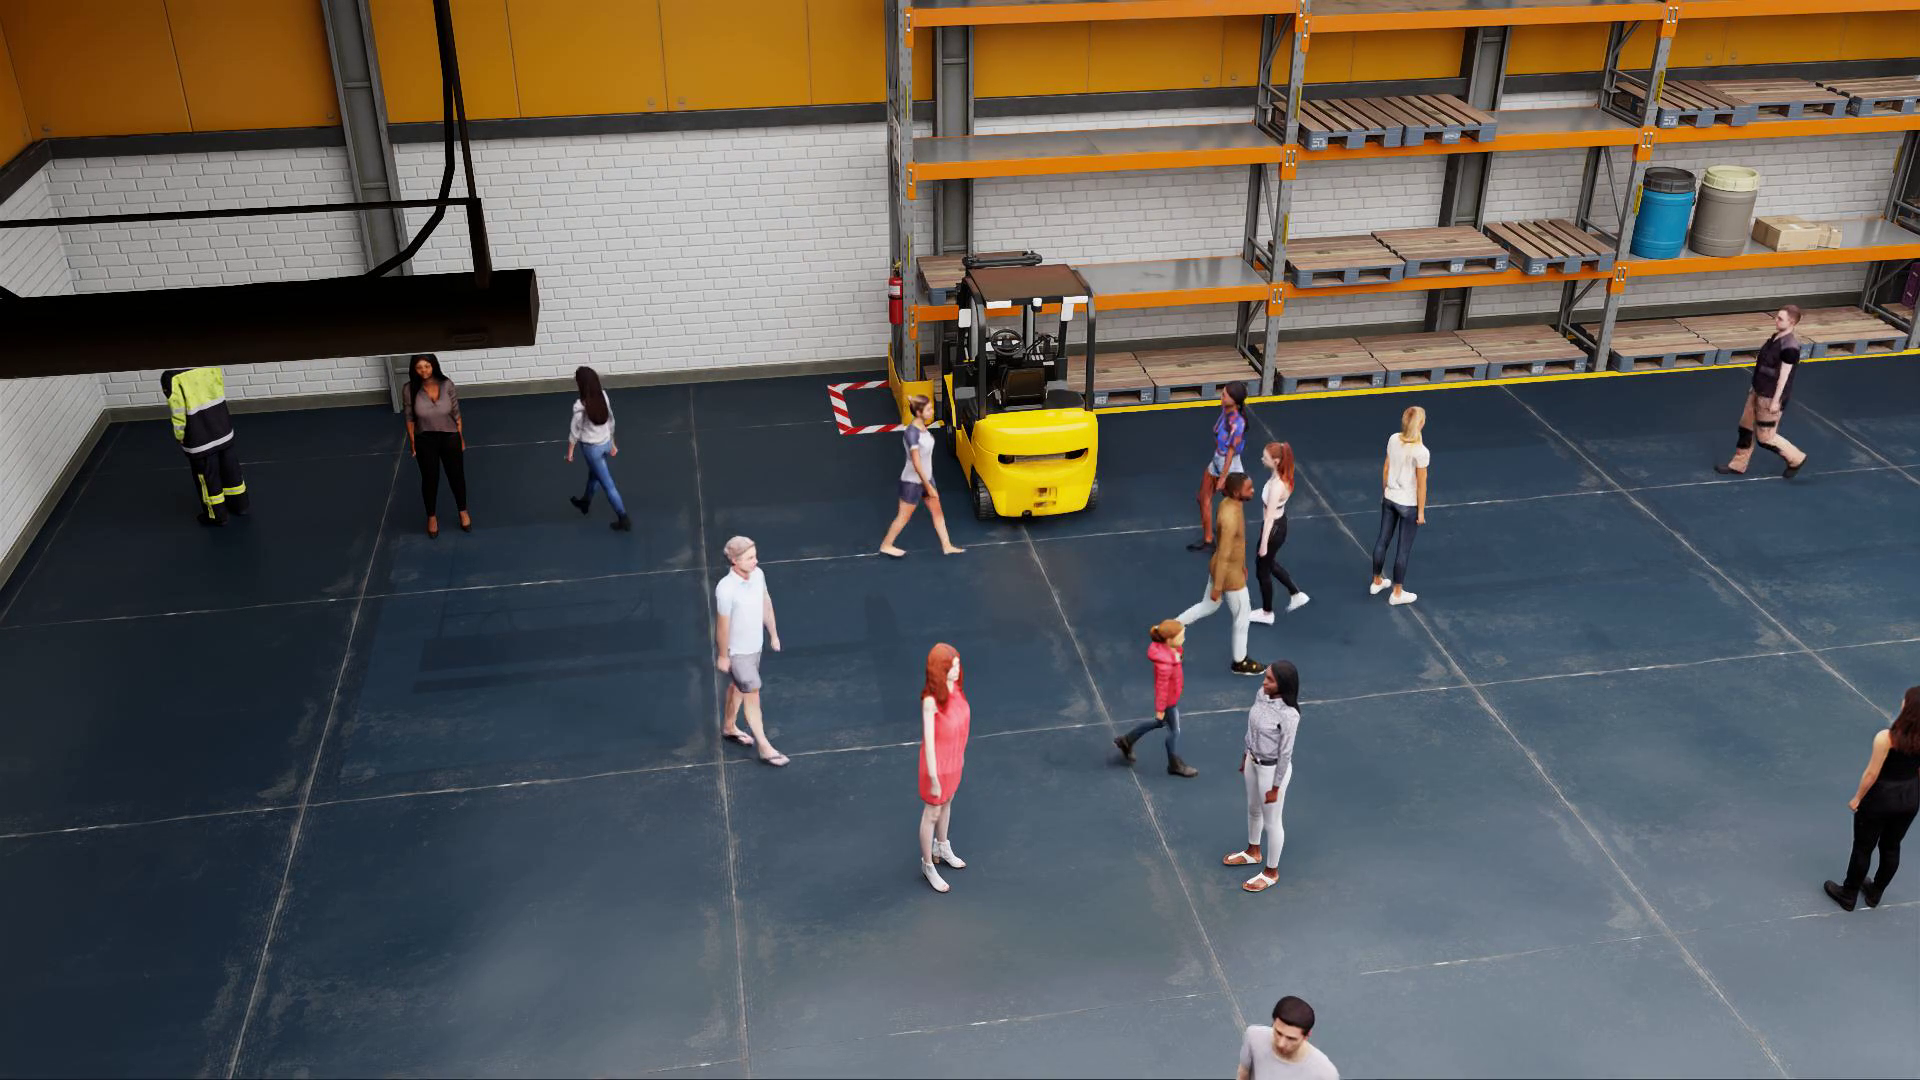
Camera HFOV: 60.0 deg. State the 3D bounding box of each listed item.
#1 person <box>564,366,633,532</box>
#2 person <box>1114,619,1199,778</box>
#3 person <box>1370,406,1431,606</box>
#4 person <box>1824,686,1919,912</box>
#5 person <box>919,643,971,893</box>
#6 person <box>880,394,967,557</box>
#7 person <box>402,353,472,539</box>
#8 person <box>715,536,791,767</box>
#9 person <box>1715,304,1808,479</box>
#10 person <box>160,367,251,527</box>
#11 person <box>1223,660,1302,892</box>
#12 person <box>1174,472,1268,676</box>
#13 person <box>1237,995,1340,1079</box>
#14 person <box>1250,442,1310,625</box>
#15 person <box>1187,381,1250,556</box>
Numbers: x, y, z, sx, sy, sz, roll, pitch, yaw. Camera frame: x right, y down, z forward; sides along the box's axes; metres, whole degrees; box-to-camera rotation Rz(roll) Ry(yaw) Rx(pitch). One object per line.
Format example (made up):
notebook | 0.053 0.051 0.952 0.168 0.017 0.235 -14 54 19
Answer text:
person | -3.279 -0.799 15.345 1.106 1.586 0.990 14 32 24
person | 1.434 1.143 12.086 0.938 1.297 0.735 7 29 12
person | 3.769 -0.309 14.213 0.633 1.809 0.674 -17 33 -29
person | 5.984 1.668 10.715 0.507 1.689 0.657 -2 29 -5
person | -0.124 1.468 10.938 0.705 1.827 0.673 14 32 24
person | -0.457 -0.531 14.861 1.087 1.579 0.877 9 30 16
person | -4.795 -0.897 15.259 0.617 1.840 0.770 -12 31 -21
person | -1.680 0.765 12.244 1.075 1.810 0.985 14 32 24
person | 7.998 -1.415 16.230 1.093 1.820 0.857 3 29 6
person | -7.051 -1.088 15.464 0.890 1.980 0.873 13 31 23
person | 2.024 1.519 10.950 0.577 1.725 0.624 -10 30 -17
person | 2.021 0.264 13.187 1.223 1.786 0.831 2 29 4
person | 1.609 2.928 8.239 0.973 1.848 1.035 19 34 31
person | 2.683 -0.025 13.776 0.900 1.729 0.806 12 31 20
person | 2.473 -0.619 14.866 0.682 1.729 0.595 -5 29 -9
